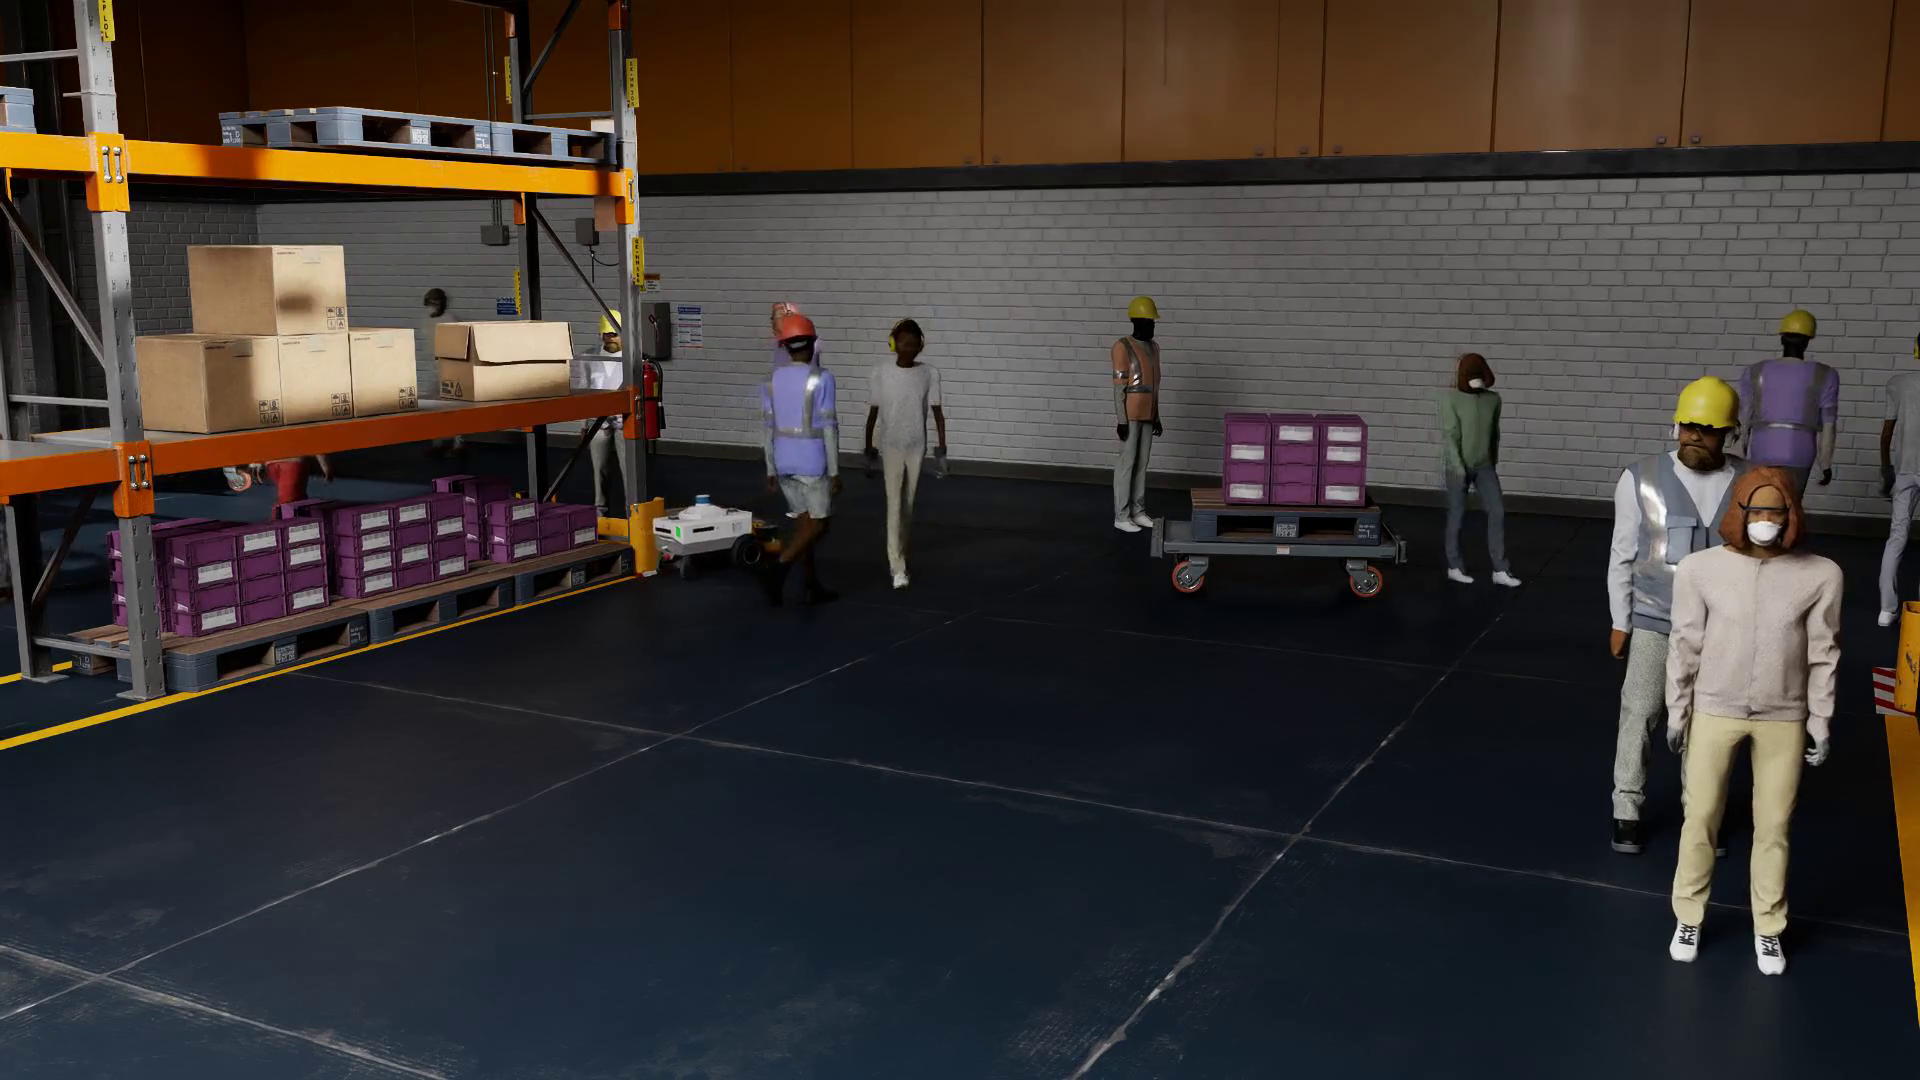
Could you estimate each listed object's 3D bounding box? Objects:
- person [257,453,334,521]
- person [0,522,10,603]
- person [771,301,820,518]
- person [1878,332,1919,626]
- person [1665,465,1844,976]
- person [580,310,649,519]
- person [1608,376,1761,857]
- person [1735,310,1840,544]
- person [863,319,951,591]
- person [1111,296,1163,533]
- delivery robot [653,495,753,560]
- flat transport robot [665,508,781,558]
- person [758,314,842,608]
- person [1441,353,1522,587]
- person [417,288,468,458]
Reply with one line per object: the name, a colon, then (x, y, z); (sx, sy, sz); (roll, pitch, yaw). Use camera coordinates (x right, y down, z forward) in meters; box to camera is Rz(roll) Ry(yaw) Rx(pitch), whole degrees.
person: (-4.608, -0.539, 11.429); (0.542, 1.721, 0.916); (5, 11, 26)
person: (-6.325, -0.477, 10.634); (0.608, 1.864, 0.463); (4, 11, 23)
person: (-1.374, -1.085, 14.153); (0.449, 1.879, 0.666); (-5, 11, -26)
person: (5.825, -0.374, 10.058); (0.327, 1.865, 0.517); (-6, 12, -32)
person: (2.499, 0.570, 5.283); (0.494, 1.625, 0.281); (3, 10, 18)
person: (-2.821, -0.968, 13.629); (0.595, 1.820, 0.404); (0, 10, 1)
person: (2.757, 0.294, 6.286); (0.591, 1.829, 0.404); (1, 10, 8)
person: (5.440, -0.552, 10.961); (0.587, 1.906, 0.526); (7, 12, 37)
person: (-0.343, -0.566, 11.251); (0.533, 1.827, 0.905); (-3, 10, -15)
person: (1.474, -1.034, 13.691); (0.367, 1.928, 0.584); (8, 12, 38)
delivery robot: (-1.828, -0.078, 11.850); (0.477, 0.478, 0.707); (10, 14, 44)
flat transport robot: (-1.996, -0.086, 12.988); (0.652, 0.197, 1.431); (-6, 11, -30)
person: (-1.045, -0.479, 10.552); (0.557, 1.905, 0.705); (7, 12, 35)
person: (3.515, -0.460, 11.308); (0.497, 1.596, 0.684); (-3, 10, -17)
person: (-5.693, -1.829, 18.367); (0.646, 1.894, 0.669); (4, 11, 21)
